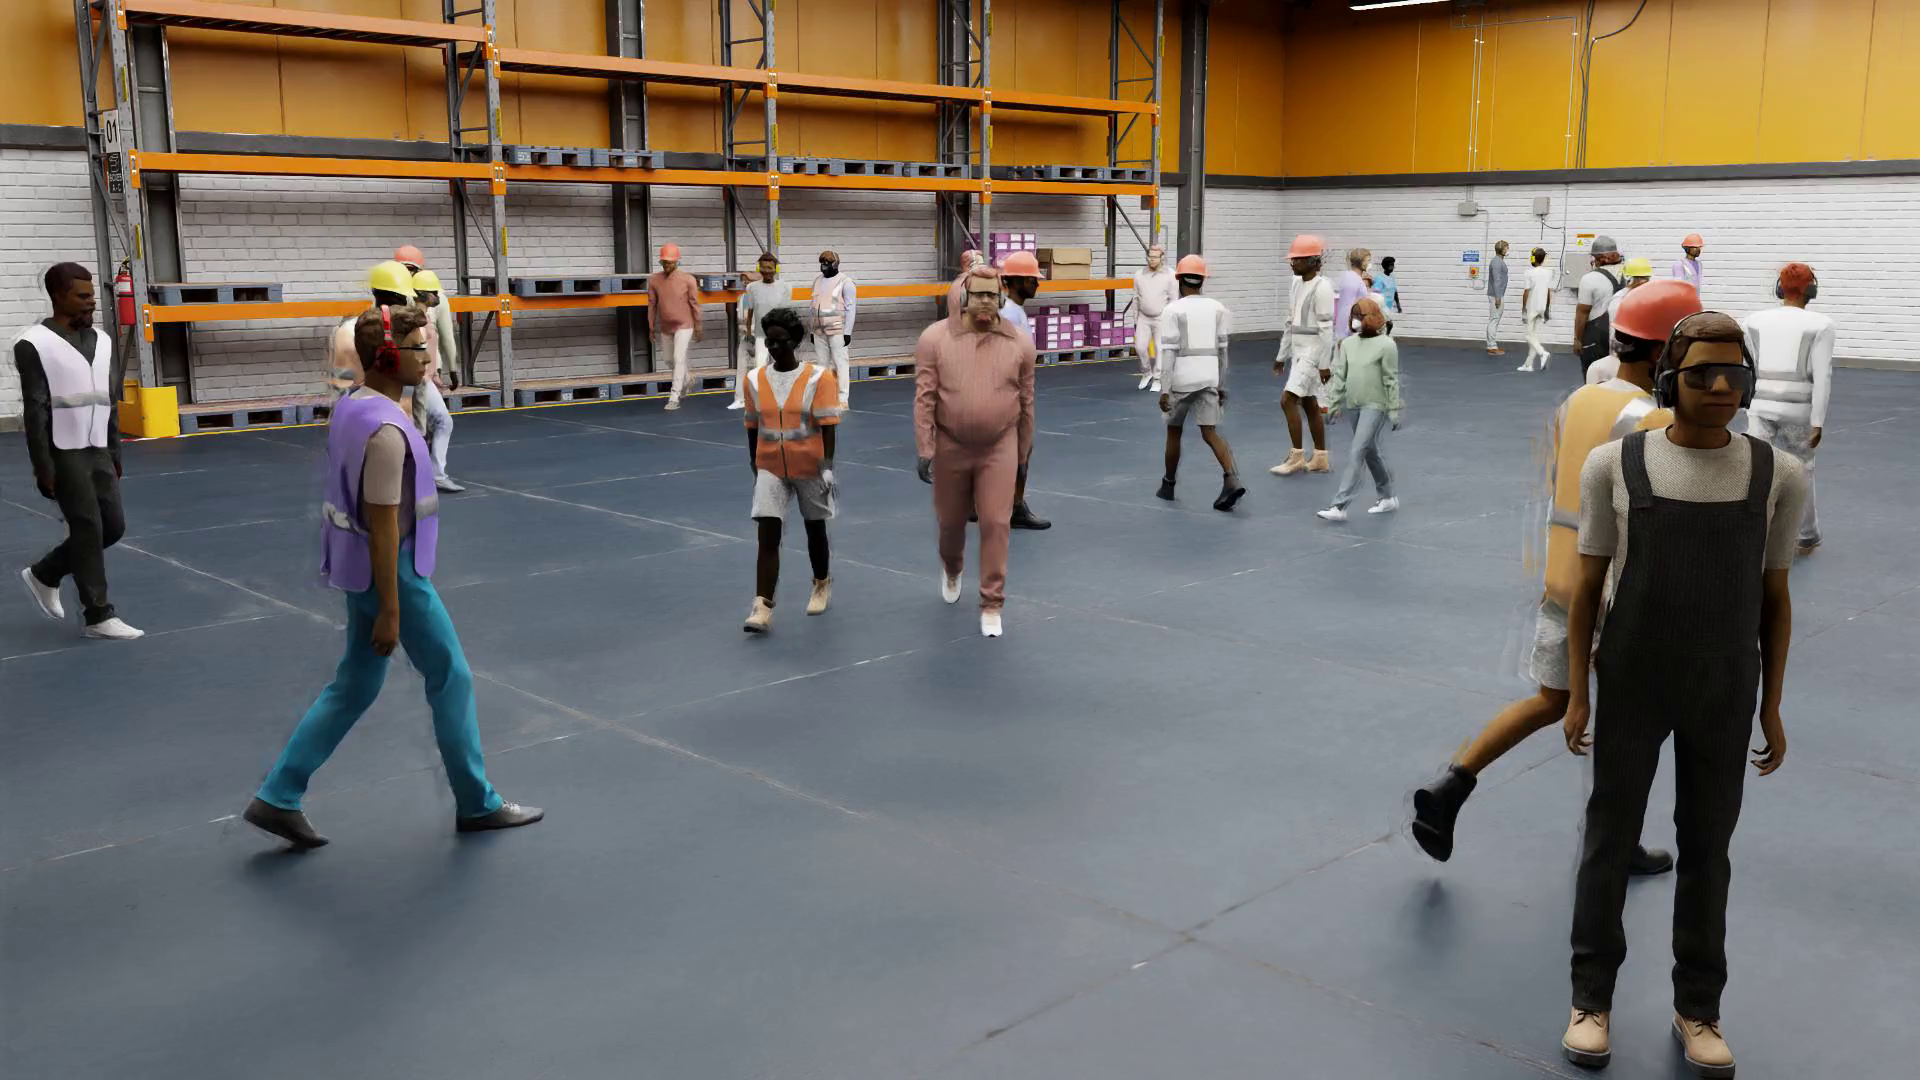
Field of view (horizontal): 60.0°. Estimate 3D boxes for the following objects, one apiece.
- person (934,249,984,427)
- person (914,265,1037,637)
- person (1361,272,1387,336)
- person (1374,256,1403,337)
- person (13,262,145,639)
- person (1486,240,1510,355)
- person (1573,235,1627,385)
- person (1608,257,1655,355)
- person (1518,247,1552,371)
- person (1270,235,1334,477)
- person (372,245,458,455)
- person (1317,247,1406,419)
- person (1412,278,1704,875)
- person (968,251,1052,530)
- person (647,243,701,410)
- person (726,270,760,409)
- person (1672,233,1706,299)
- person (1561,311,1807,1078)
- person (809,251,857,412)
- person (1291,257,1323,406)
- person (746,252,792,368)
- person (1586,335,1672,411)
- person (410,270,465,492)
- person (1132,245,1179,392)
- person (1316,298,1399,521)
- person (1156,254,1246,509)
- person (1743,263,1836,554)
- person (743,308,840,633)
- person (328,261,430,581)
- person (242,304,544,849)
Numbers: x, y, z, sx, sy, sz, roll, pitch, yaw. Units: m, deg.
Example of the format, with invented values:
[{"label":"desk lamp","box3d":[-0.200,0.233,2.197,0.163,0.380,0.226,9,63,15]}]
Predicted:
[{"label":"person","box3d":[0.032,-1.788,15.696,0.550,1.888,0.654,-2,11,-12]},{"label":"person","box3d":[0.080,-0.492,8.693,0.639,1.881,0.847,0,10,0]},{"label":"person","box3d":[4.696,-2.300,19.311,0.547,1.586,0.901,1,10,6]},{"label":"person","box3d":[7.069,-3.839,27.482,0.559,1.669,0.545,8,13,36]},{"label":"person","box3d":[-4.474,-0.438,8.342,0.637,1.900,0.589,2,11,11]},{"label":"person","box3d":[9.142,-4.115,28.262,0.368,1.939,0.632,3,11,17]},{"label":"person","box3d":[6.625,-2.137,17.199,0.709,2.000,0.536,-3,11,-17]},{"label":"person","box3d":[6.359,-1.735,15.624,0.617,1.813,0.538,-7,13,-35]},{"label":"person","box3d":[8.534,-3.386,24.549,0.517,1.848,0.694,-4,11,-21]},{"label":"person","box3d":[2.847,-1.534,13.981,0.721,2.019,0.628,-1,10,-4]},{"label":"person","box3d":[-4.404,-1.401,13.455,0.623,1.955,1.023,-2,11,-9]},{"label":"person","box3d":[4.424,-2.272,18.344,1.016,1.882,0.642,3,11,14]},{"label":"person","box3d":[1.865,0.152,5.111,0.822,1.905,0.576,-2,11,-11]},{"label":"person","box3d":[0.297,-1.003,11.350,0.598,1.919,0.561,1,10,8]},{"label":"person","box3d":[-3.321,-2.531,19.629,0.643,1.947,0.950,3,11,17]},{"label":"person","box3d":[-2.406,-2.344,19.486,0.531,1.618,0.678,10,14,43]},{"label":"person","box3d":[10.549,-3.401,24.086,0.607,2.044,0.379,-8,13,-36]},{"label":"person","box3d":[1.727,0.378,4.015,0.508,1.846,0.342,2,11,13]},{"label":"person","box3d":[-1.497,-2.404,19.200,0.626,1.844,0.429,7,13,34]},{"label":"person","box3d":[4.160,-2.499,19.639,0.555,1.871,0.604,-3,11,-18]},{"label":"person","box3d":[-2.013,-2.107,17.608,0.496,1.834,0.825,-1,10,-6]},{"label":"person","box3d":[3.749,-0.473,9.295,0.520,1.608,0.681,0,10,2]},{"label":"person","box3d":[-4.168,-1.228,13.054,0.653,1.744,0.538,-5,11,-25]},{"label":"person","box3d":[2.510,-2.853,21.513,0.649,1.888,0.426,4,11,23]},{"label":"person","box3d":[2.885,-0.938,11.924,0.894,1.584,0.513,-6,12,-31]},{"label":"person","box3d":[1.782,-1.178,12.419,0.586,1.893,0.943,-4,11,-21]},{"label":"person","box3d":[5.178,-0.791,10.380,0.941,1.840,0.573,-10,14,-44]},{"label":"person","box3d":[-0.874,-0.364,8.587,0.540,1.649,0.868,2,11,11]},{"label":"person","box3d":[-3.453,-0.691,9.763,0.813,1.885,0.630,6,12,31]},{"label":"person","box3d":[-1.925,0.133,5.462,0.922,1.813,0.580,-6,12,-31]}]
